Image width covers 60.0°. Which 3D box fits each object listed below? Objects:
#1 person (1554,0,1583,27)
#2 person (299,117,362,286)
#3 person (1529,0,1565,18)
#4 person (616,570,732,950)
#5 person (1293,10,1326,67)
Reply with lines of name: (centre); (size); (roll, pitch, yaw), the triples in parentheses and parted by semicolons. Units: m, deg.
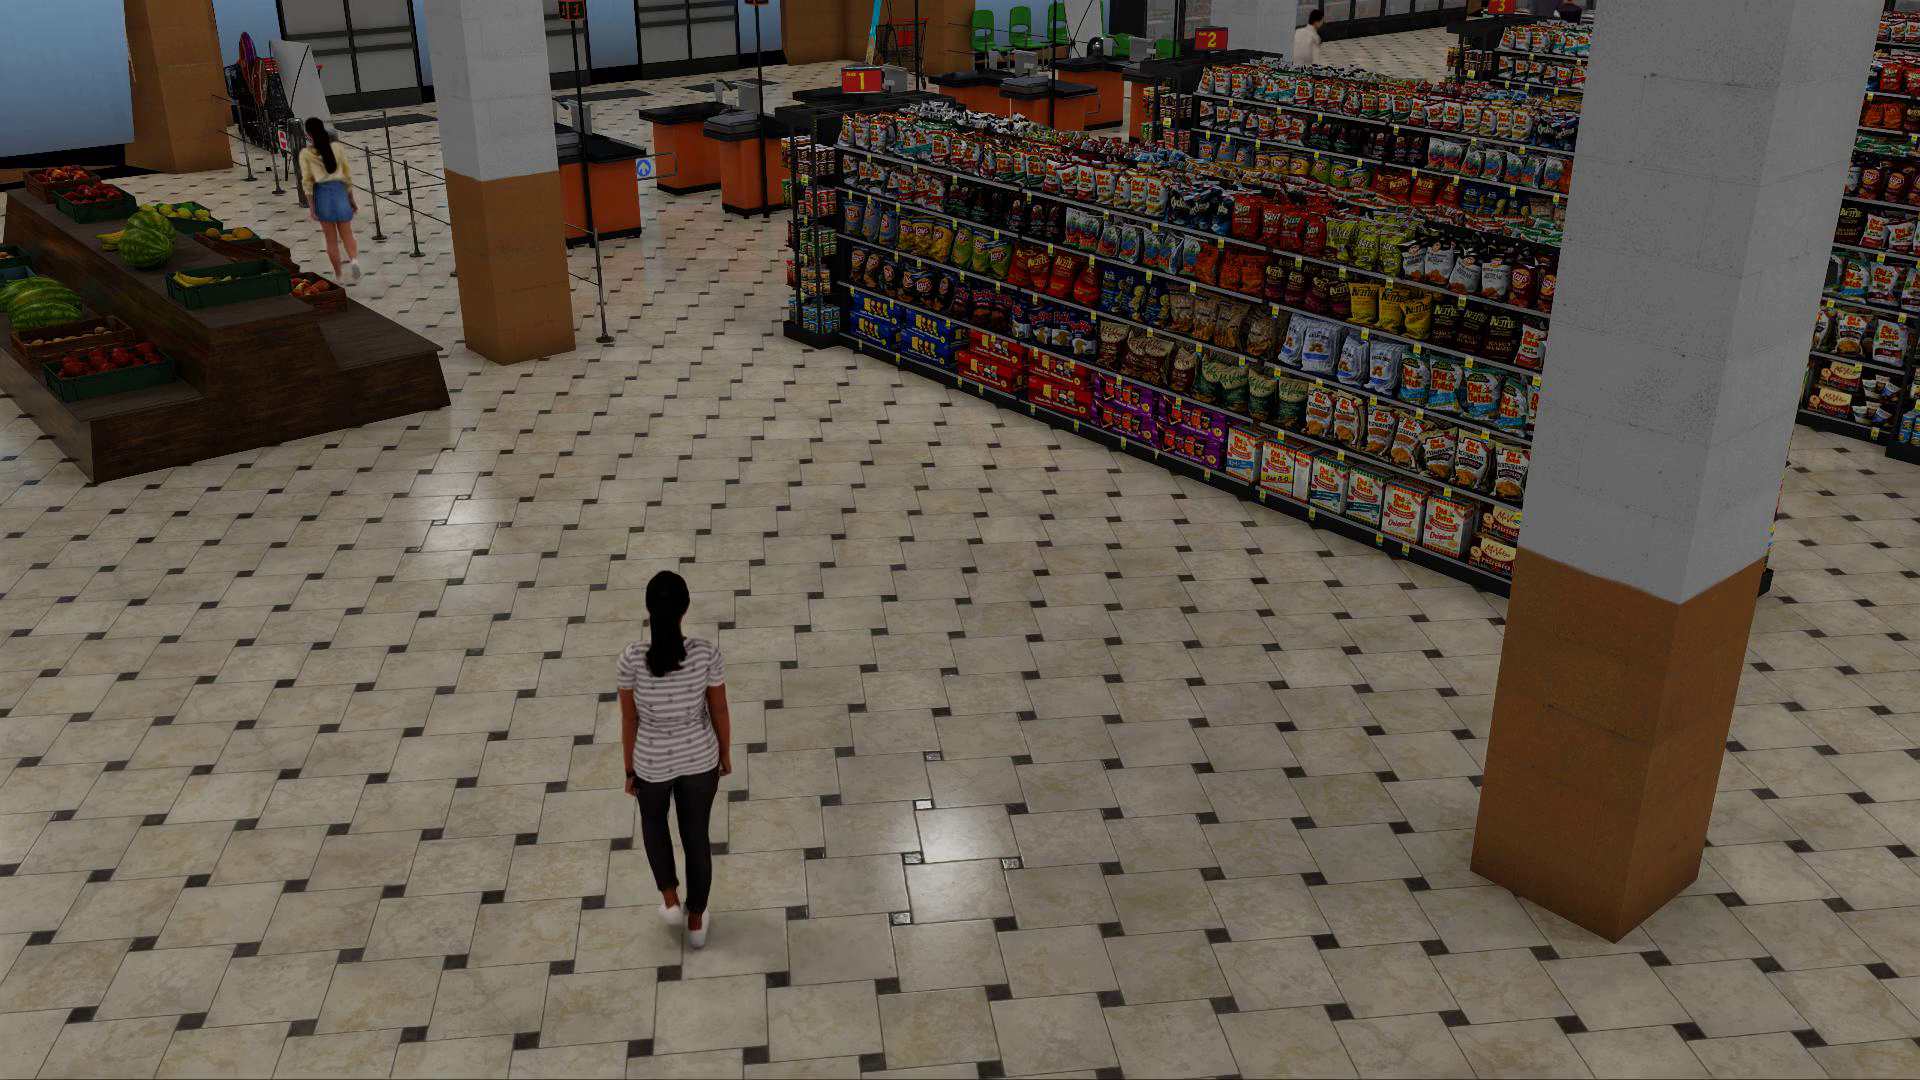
person: (9.412, -7.700, 25.961); (0.741, 1.848, 0.732); (-6, 24, -14)
person: (-6.047, -3.242, 16.060); (0.696, 1.617, 0.859); (-15, 28, -31)
person: (9.614, -8.311, 27.408); (1.227, 1.807, 1.171); (6, 24, 14)
person: (-1.116, 0.917, 6.533); (0.687, 1.635, 0.722); (-4, 24, -9)
person: (4.740, -6.526, 23.379); (0.831, 1.766, 0.798); (-19, 30, -37)
